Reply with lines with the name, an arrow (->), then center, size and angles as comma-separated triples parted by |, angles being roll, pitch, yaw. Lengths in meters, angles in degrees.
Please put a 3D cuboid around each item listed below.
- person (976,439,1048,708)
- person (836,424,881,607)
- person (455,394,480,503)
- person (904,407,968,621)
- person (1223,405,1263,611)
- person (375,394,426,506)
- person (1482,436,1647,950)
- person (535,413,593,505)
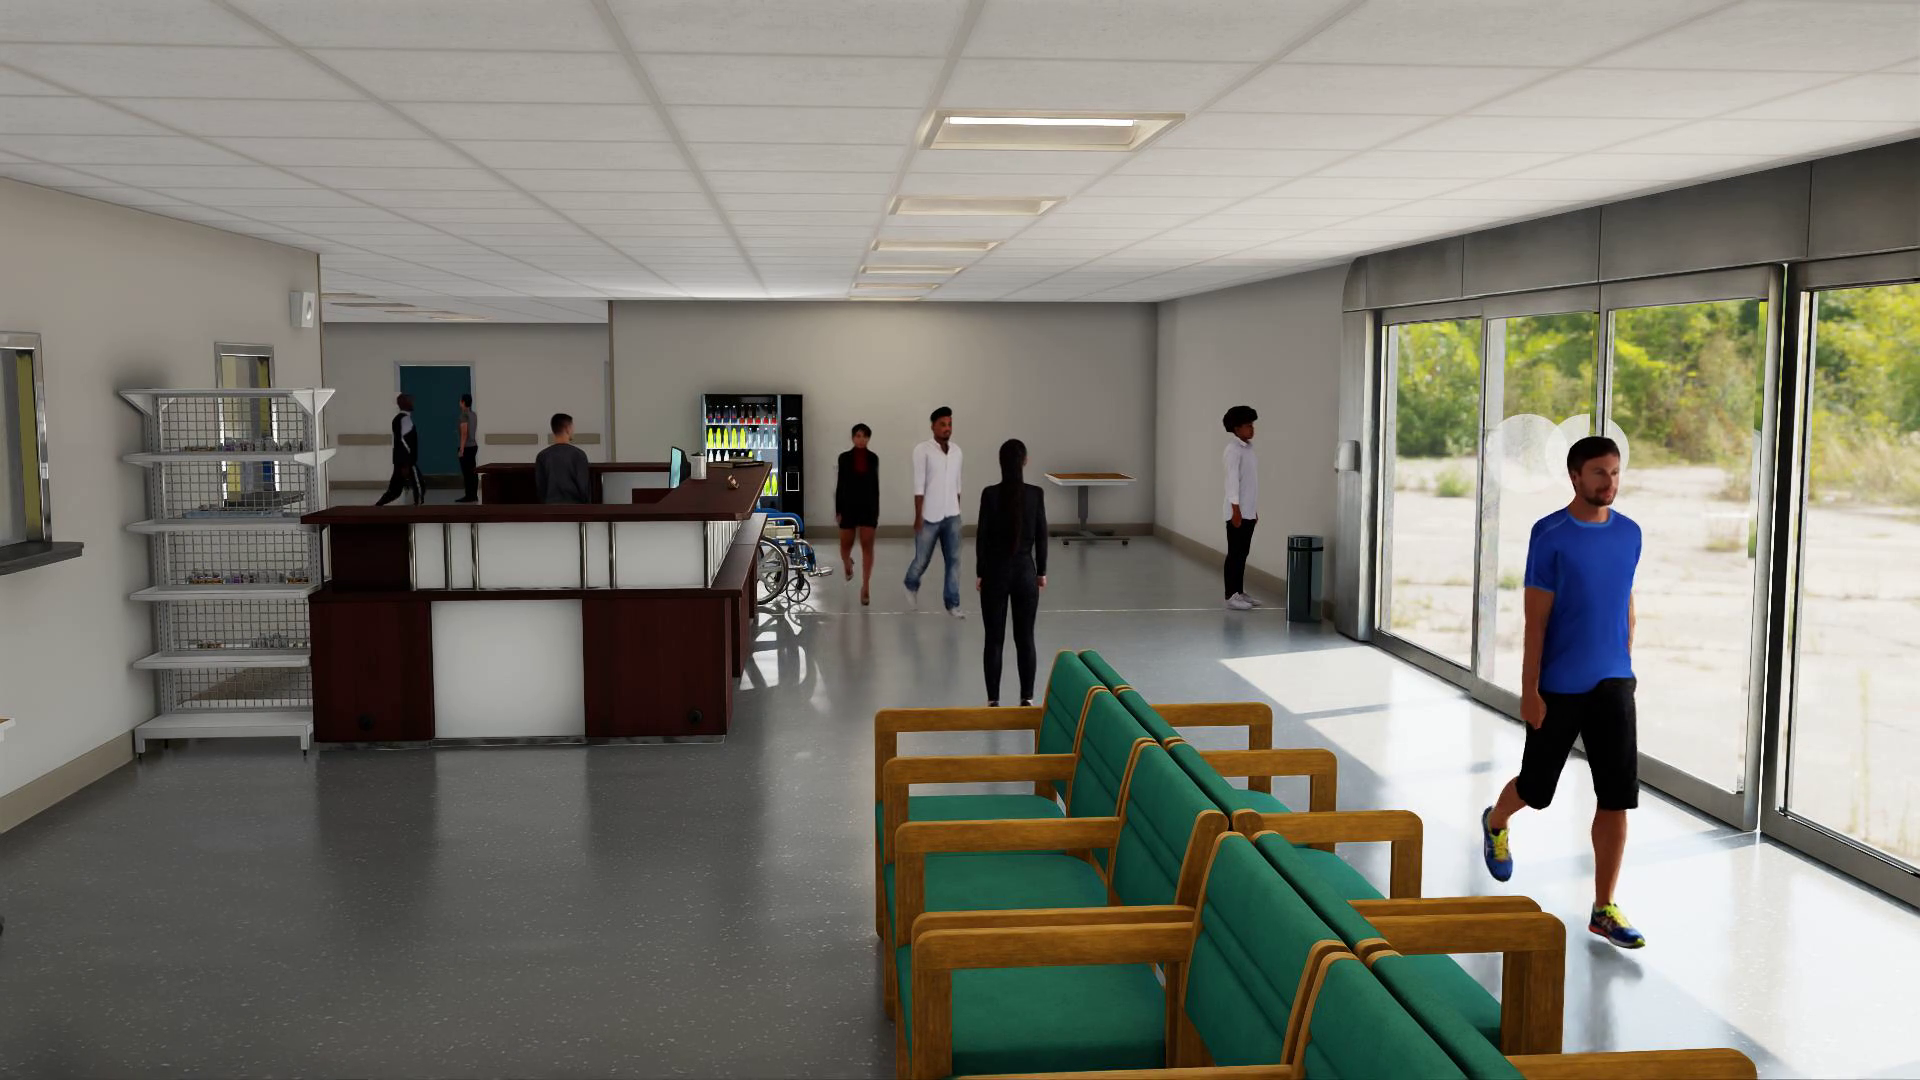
person -> 0.301, 0.252, 9.842 | 0.436, 1.710, 0.647 | -1, 6, -9
person -> -0.936, -0.228, 15.059 | 0.829, 1.623, 0.634 | -1, 6, -8
person -> -8.011, -1.502, 27.060 | 0.598, 1.755, 0.646 | 0, 6, 5
person -> -0.228, -0.228, 14.215 | 1.137, 1.790, 0.986 | -3, 6, -28
person -> 2.494, -0.298, 14.812 | 0.752, 1.810, 0.724 | 3, 7, 29
person -> -7.483, -1.031, 22.108 | 1.267, 1.808, 1.080 | -5, 7, -39
person -> 2.290, 0.543, 6.290 | 1.099, 1.844, 0.759 | -1, 6, -12
person -> -3.244, -0.161, 13.685 | 0.555, 1.763, 0.724 | 1, 6, 8
